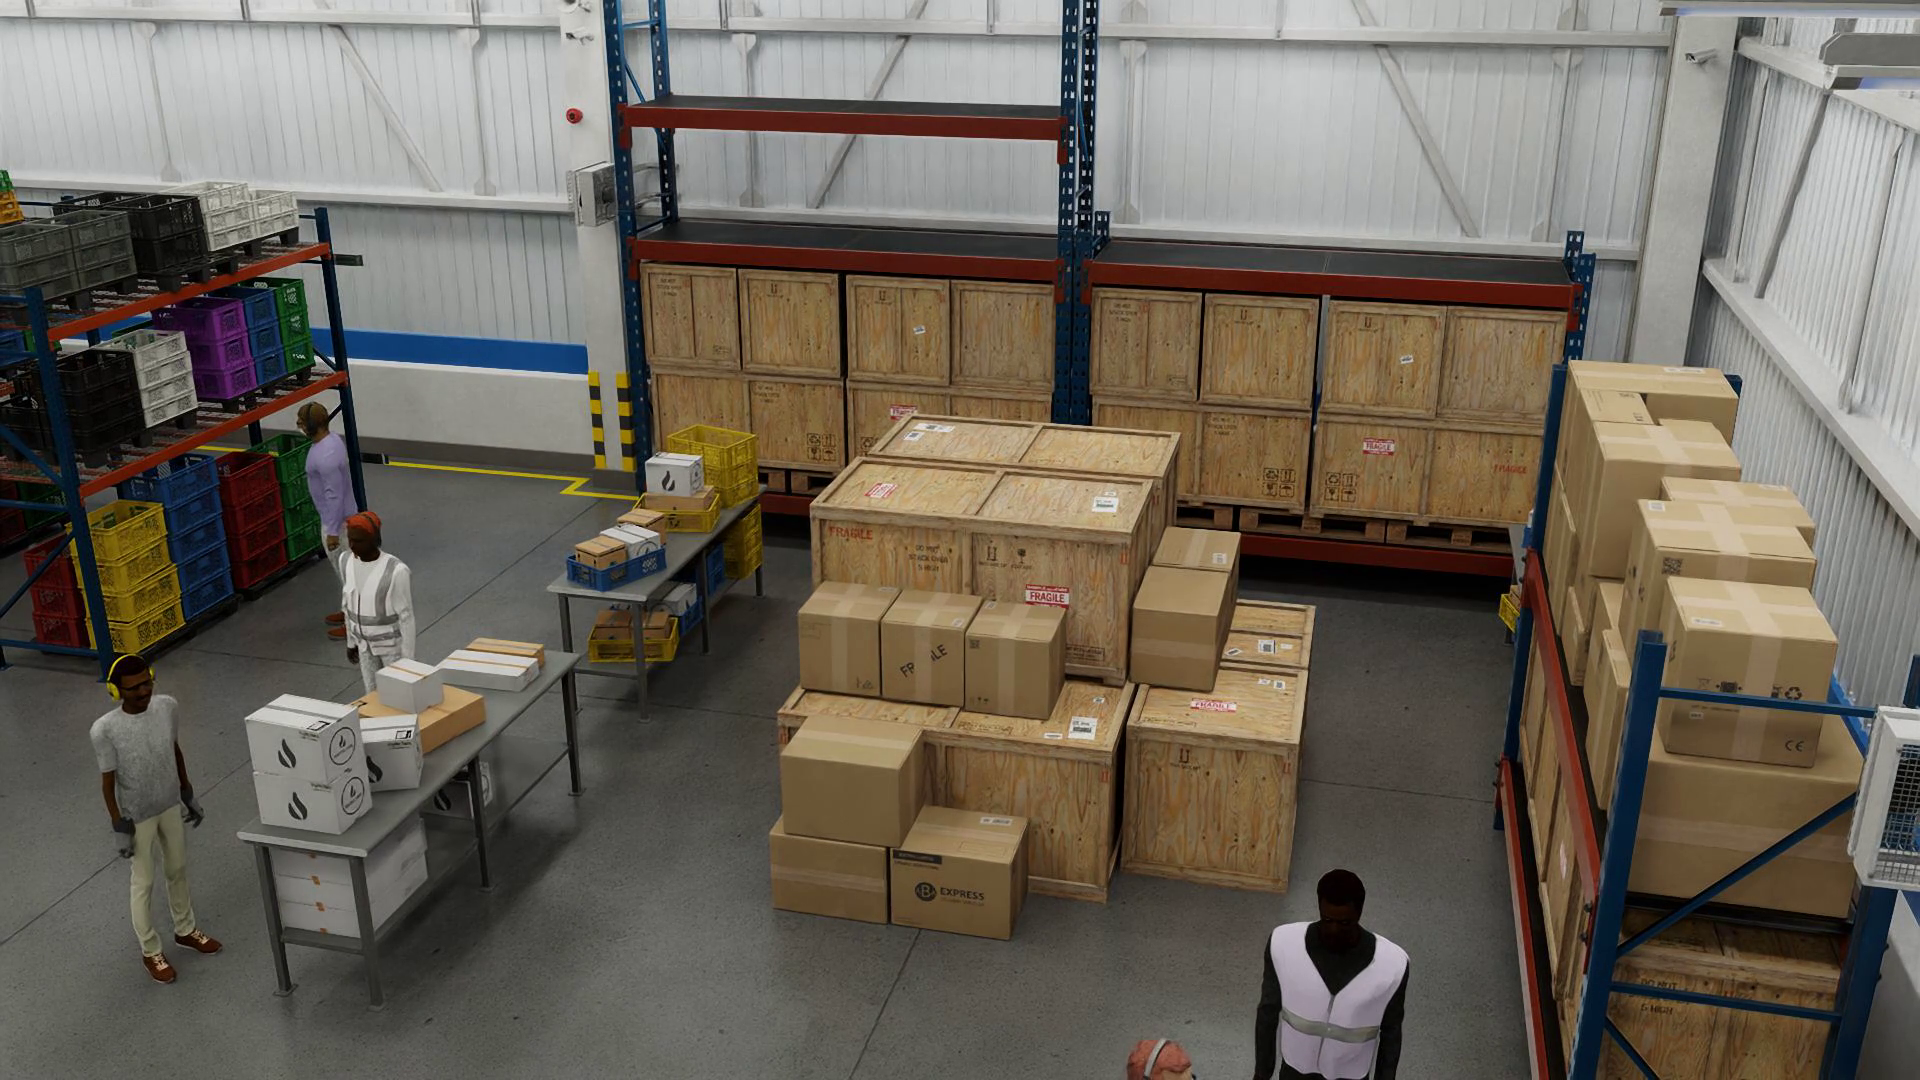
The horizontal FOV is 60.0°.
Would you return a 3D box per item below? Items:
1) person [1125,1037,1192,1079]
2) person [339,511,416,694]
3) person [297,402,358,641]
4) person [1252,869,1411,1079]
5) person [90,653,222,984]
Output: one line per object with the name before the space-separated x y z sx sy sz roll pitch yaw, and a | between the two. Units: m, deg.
person | 0.660 2.590 5.975 0.399 1.900 0.652 14 25 33
person | -3.810 0.693 10.968 0.576 1.879 0.350 11 23 26
person | -4.939 -0.160 13.114 0.374 1.936 0.627 -7 22 -18
person | 1.524 2.204 6.950 0.596 1.918 0.385 5 22 13
person | -4.329 1.461 8.962 0.336 1.873 0.521 11 24 27
